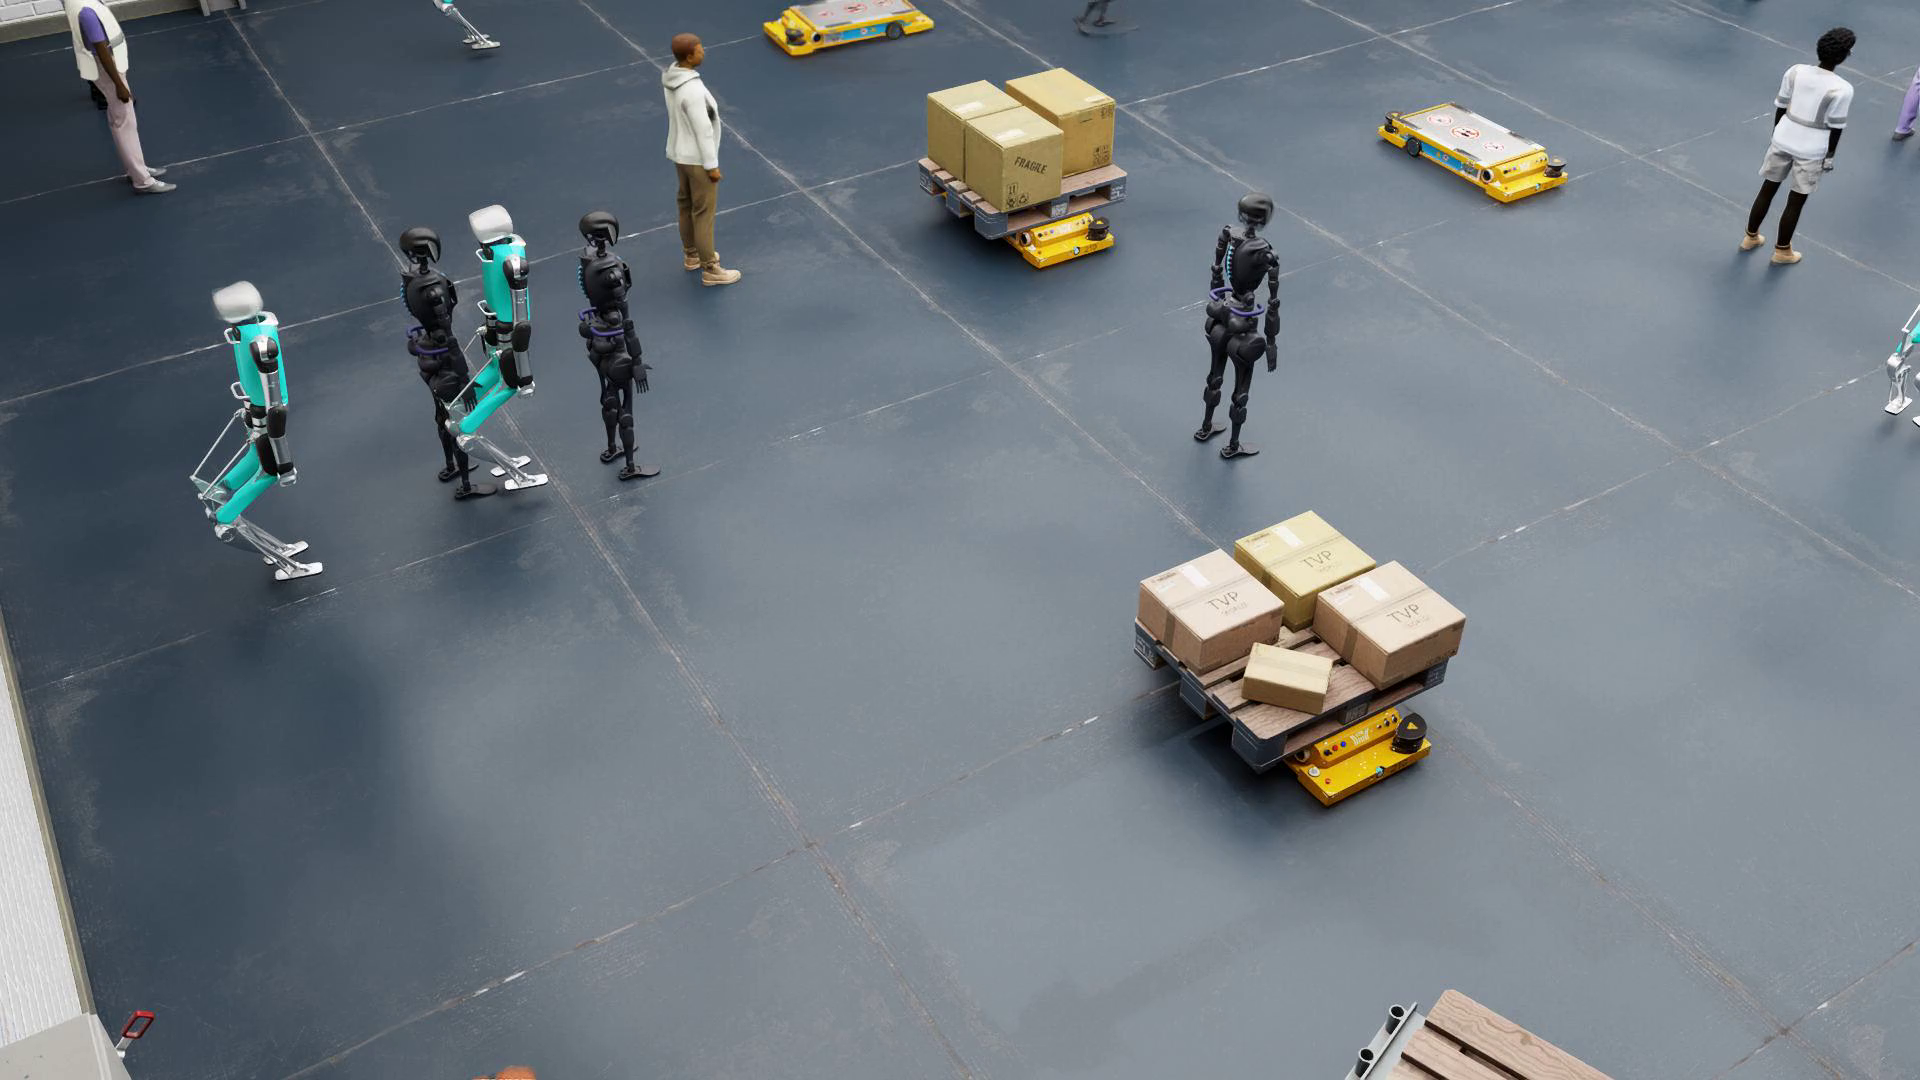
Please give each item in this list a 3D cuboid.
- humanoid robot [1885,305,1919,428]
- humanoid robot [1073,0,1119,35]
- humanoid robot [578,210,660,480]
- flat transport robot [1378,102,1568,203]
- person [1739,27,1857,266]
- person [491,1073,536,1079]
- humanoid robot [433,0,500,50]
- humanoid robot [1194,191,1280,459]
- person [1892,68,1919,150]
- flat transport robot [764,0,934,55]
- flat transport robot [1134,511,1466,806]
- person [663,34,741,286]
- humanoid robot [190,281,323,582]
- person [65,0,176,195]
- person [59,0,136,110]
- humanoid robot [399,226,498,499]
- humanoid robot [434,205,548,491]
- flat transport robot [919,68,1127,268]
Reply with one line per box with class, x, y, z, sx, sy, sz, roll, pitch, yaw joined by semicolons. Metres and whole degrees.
humanoid robot;5.834;-1.410;9.782;0.735;1.677;0.533;-21;43;-24
humanoid robot;1.305;-5.446;15.034;0.463;1.648;0.619;10;39;12
humanoid robot;-1.999;-1.136;9.581;0.315;1.657;0.599;-21;43;-24
flat transport robot;4.062;-3.106;13.211;0.659;0.231;1.431;-21;43;-24
person;5.868;-2.739;11.597;0.318;1.696;0.536;-21;43;-24
person;-1.273;2.252;5.153;0.354;1.881;0.576;-21;43;-24
humanoid robot;-4.392;-5.095;14.431;0.735;1.677;0.533;-21;43;-24
humanoid robot;1.634;-1.274;9.754;0.315;1.657;0.599;-21;43;-24
person;7.794;-3.957;13.013;0.388;1.849;0.564;-21;43;-24
flat transport robot;-1.025;-4.775;15.317;1.431;0.231;0.659;-18;42;-21
flat transport robot;1.635;0.714;8.391;0.659;0.231;1.431;-21;43;-24
person;-1.817;-2.588;11.351;0.371;1.767;0.524;-21;43;-24
humanoid robot;-3.760;-0.498;8.627;0.735;1.681;0.533;-21;43;-24
person;-6.349;-3.480;12.413;0.388;1.845;0.564;-21;43;-24
person;-7.243;-4.506;13.636;0.369;1.935;0.550;-21;43;-24
humanoid robot;-2.934;-1.019;9.433;0.315;1.657;0.599;-21;43;-24
humanoid robot;-2.686;-1.006;9.273;0.735;1.676;0.533;-21;43;-24
flat transport robot;0.469;-2.477;12.417;0.659;0.231;1.431;-21;43;-24
